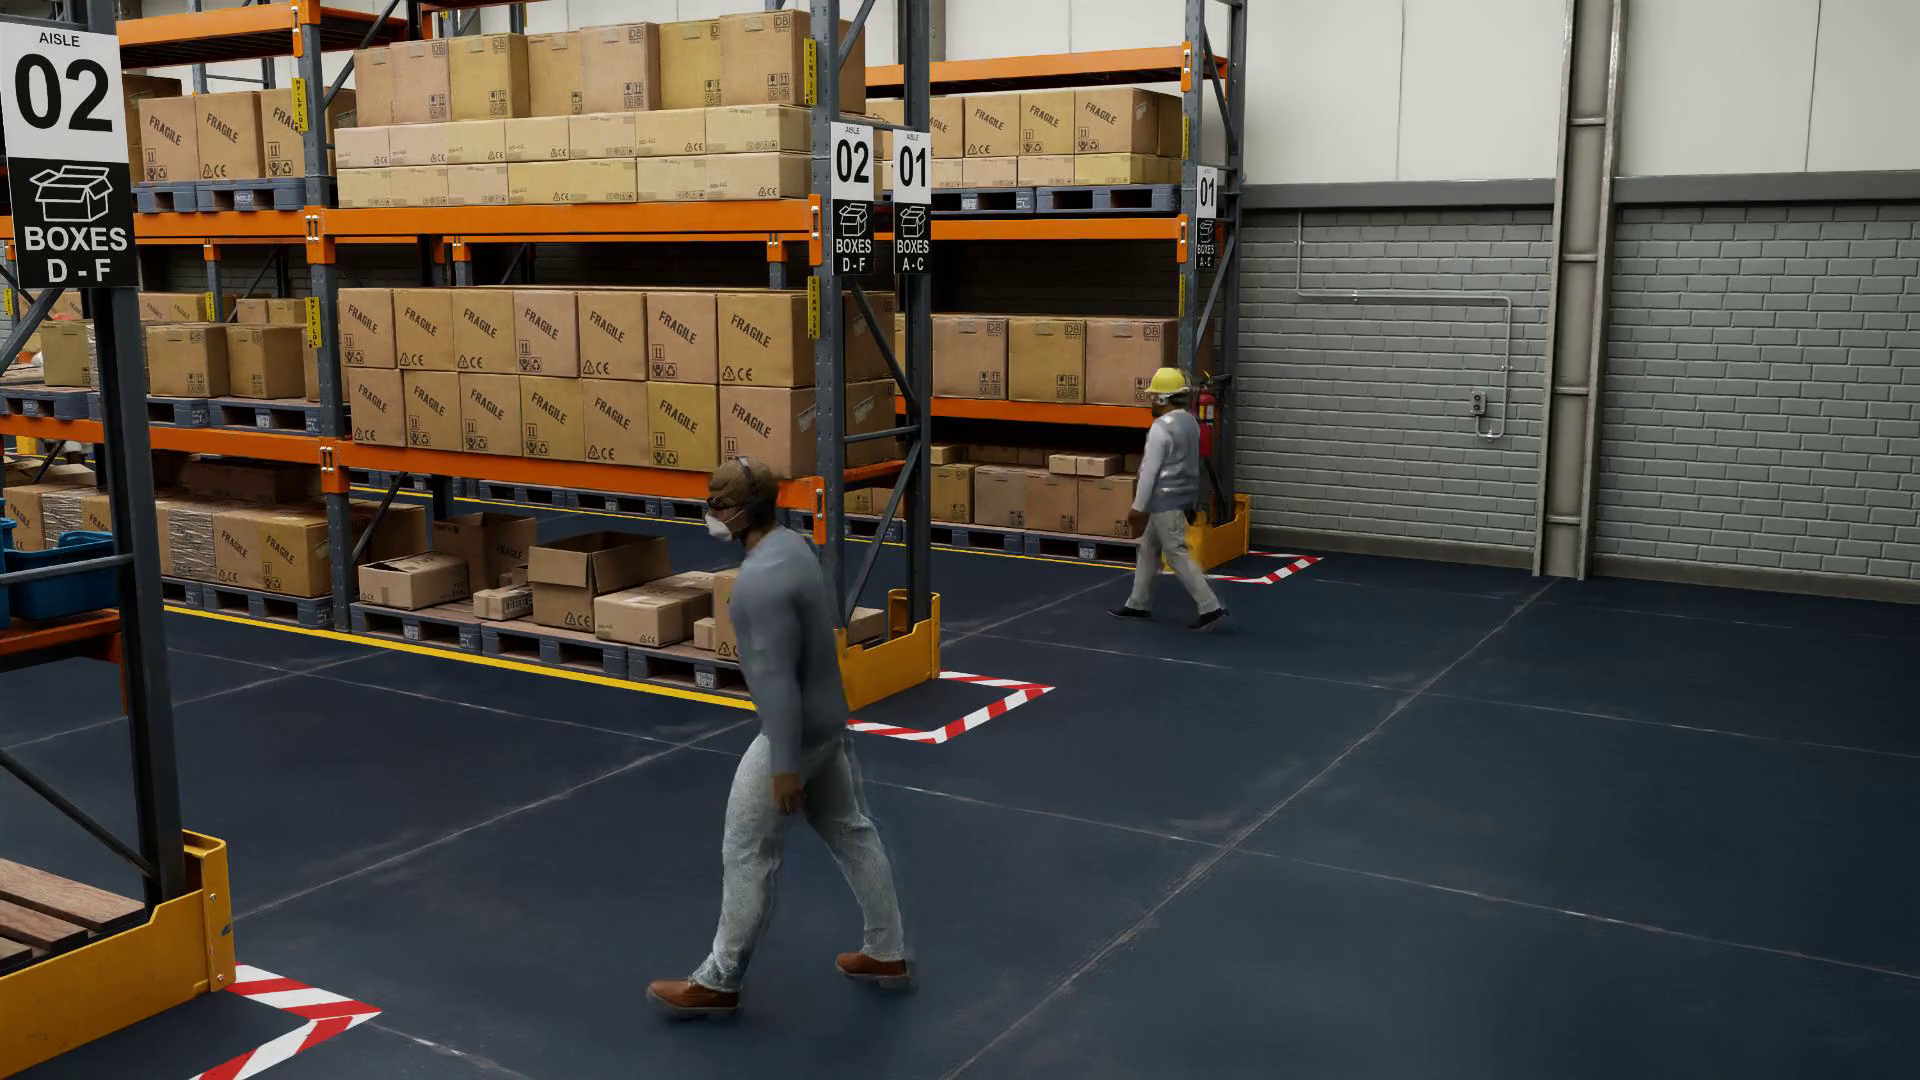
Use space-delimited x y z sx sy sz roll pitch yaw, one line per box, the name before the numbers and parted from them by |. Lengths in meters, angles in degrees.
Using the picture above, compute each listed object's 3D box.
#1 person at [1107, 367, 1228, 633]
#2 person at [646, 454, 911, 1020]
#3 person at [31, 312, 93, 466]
person | 1.441 -0.276 11.295 0.898 1.794 0.591 5 11 25
person | -0.622 0.653 5.558 0.957 1.875 0.719 0 10 1
person | -8.586 -1.188 16.002 0.950 2.015 0.616 7 12 37
